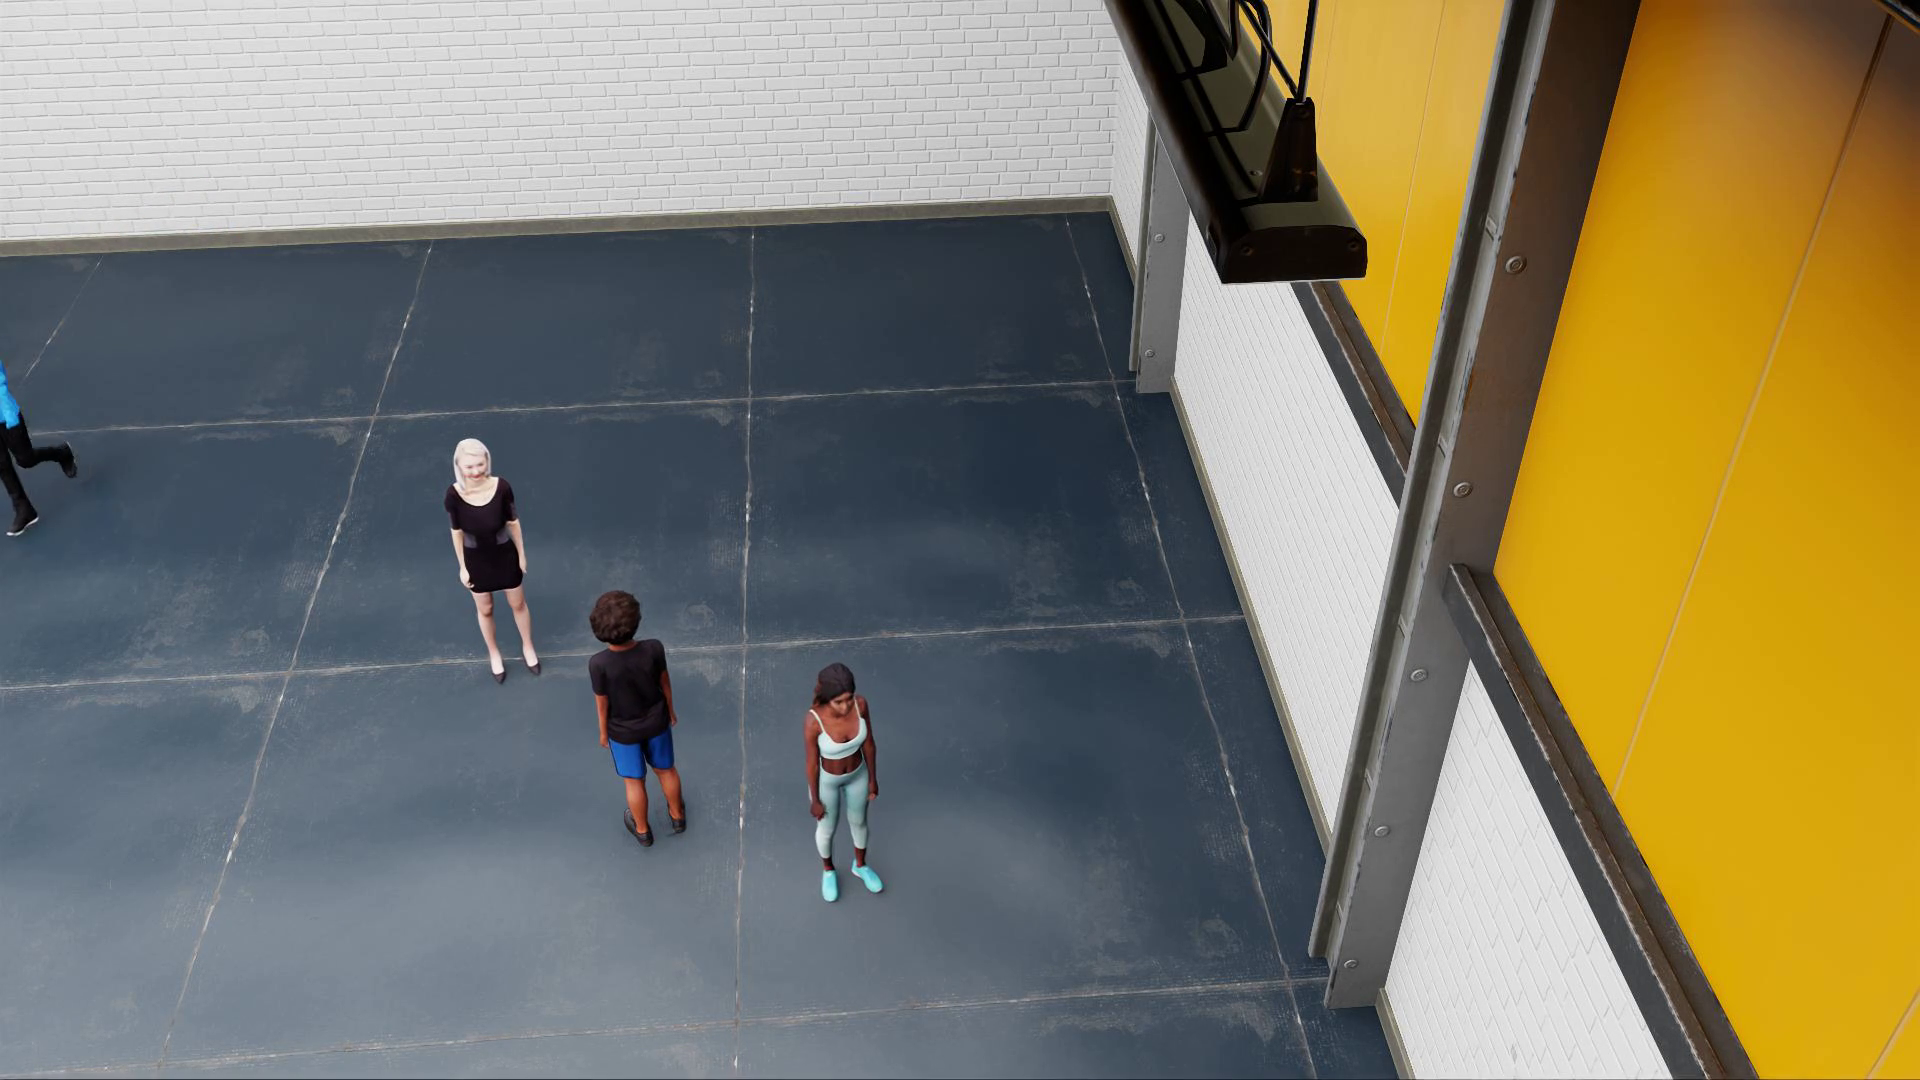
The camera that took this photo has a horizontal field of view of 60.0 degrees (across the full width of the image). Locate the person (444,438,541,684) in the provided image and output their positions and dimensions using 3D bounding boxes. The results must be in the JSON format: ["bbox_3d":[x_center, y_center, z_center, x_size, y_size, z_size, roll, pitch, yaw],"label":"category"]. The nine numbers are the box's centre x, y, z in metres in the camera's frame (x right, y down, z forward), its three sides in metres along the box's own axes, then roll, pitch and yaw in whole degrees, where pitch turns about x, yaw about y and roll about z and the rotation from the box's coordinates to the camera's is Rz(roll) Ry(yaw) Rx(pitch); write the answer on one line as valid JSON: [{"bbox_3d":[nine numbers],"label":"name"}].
[{"bbox_3d":[-2.957,0.125,10.491,0.622,1.832,0.578,-14,41,-17],"label":"person"}]

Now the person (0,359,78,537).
[{"bbox_3d":[-6.782,-0.908,11.828,0.822,1.777,1.089,9,40,11],"label":"person"}]

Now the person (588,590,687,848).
[{"bbox_3d":[-1.820,1.024,9.396,0.678,1.794,0.671,-18,42,-21],"label":"person"}]

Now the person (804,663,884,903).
[{"bbox_3d":[-0.656,1.311,9.092,0.632,1.724,0.638,-17,42,-20],"label":"person"}]
